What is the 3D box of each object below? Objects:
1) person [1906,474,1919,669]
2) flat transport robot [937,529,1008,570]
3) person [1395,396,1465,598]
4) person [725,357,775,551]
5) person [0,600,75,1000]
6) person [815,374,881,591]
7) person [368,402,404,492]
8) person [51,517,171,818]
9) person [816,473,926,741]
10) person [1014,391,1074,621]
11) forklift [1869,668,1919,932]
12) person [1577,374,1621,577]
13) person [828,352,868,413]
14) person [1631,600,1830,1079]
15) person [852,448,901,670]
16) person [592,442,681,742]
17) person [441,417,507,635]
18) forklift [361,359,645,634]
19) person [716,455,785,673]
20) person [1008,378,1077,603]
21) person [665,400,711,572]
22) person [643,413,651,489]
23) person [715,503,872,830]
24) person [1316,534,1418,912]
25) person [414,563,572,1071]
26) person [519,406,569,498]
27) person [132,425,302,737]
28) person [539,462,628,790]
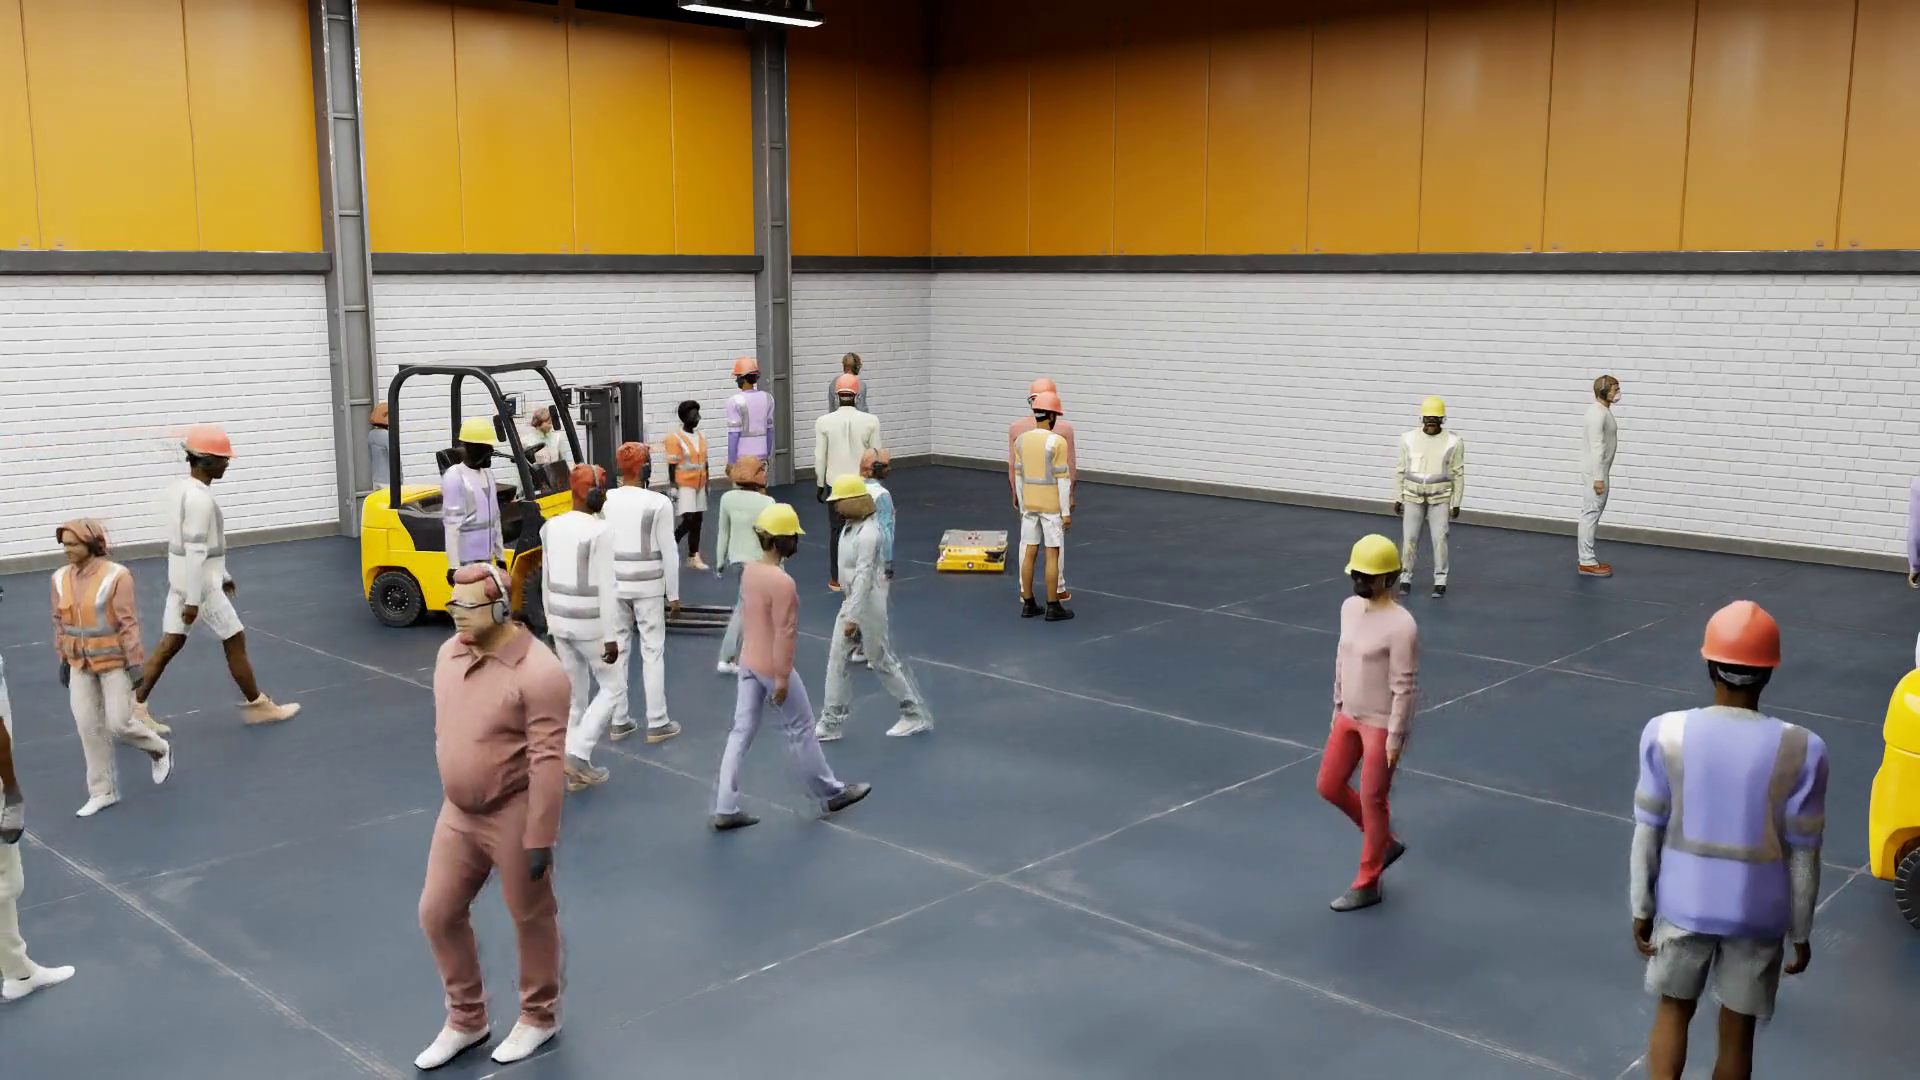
[{"bbox_3d":[6.601,0.199,11.004,0.377,1.940,0.629,-9,13,-44],"label":"person"},{"bbox_3d":[0.140,0.087,16.792,0.652,0.197,1.431,1,9,3],"label":"flat transport robot"},{"bbox_3d":[4.216,-0.387,14.970,0.598,1.824,0.403,4,10,25],"label":"person"},{"bbox_3d":[-2.203,-0.878,17.286,0.371,2.044,0.608,8,12,39],"label":"person"},{"bbox_3d":[-3.894,0.982,6.492,0.524,1.850,0.725,5,11,29],"label":"person"},{"bbox_3d":[-1.025,-0.524,15.274,0.612,1.992,0.392,-1,9,-5],"label":"person"},{"bbox_3d":[-5.684,-0.551,16.528,0.500,1.636,0.283,8,12,40],"label":"person"},{"bbox_3d":[-4.652,0.665,9.088,0.538,1.622,0.510,2,9,13],"label":"person"},{"bbox_3d":[-0.586,0.419,10.371,0.798,1.699,0.489,-4,10,-24],"label":"person"},{"bbox_3d":[0.716,-0.283,13.983,0.543,1.932,0.365,8,12,39],"label":"person"},{"bbox_3d":[5.205,0.723,7.013,2.313,2.155,1.214,9,13,43],"label":"forklift"},{"bbox_3d":[6.174,-0.629,16.082,0.370,1.941,0.627,4,10,21],"label":"person"},{"bbox_3d":[-1.345,-1.313,20.273,0.366,1.938,0.630,-9,13,-43],"label":"person"},{"bbox_3d":[2.366,1.153,5.181,0.543,1.927,0.549,6,11,31],"label":"person"},{"bbox_3d":[-0.641,0.138,12.302,0.311,1.636,0.523,-5,11,-30],"label":"person"},{"bbox_3d":[-2.025,0.324,10.399,0.584,1.883,0.337,2,10,14],"label":"person"},{"bbox_3d":[-3.382,0.103,11.643,0.401,1.919,0.619,2,10,13],"label":"person"},{"bbox_3d":[-3.850,-0.407,13.936,2.313,2.155,1.214,2,9,11],"label":"forklift"},{"bbox_3d":[-1.545,0.166,12.278,0.529,1.587,0.868,6,11,34],"label":"person"},{"bbox_3d":[0.731,-0.429,14.684,0.612,1.995,0.376,3,10,15],"label":"person"},{"bbox_3d":[-2.624,-0.524,16.177,0.369,1.685,0.550,6,11,33],"label":"person"},{"bbox_3d":[-3.449,-0.690,16.925,0.638,1.795,0.958,-5,10,-27],"label":"person"},{"bbox_3d":[-0.929,0.661,8.811,0.896,1.721,0.539,-6,11,-34],"label":"person"},{"bbox_3d":[1.896,0.833,7.643,0.393,1.753,0.550,-4,10,-23],"label":"person"},{"bbox_3d":[-1.752,1.028,6.061,0.671,1.887,0.659,5,11,30],"label":"person"},{"bbox_3d":[-4.155,-0.526,16.441,0.721,1.611,0.520,7,12,38],"label":"person"},{"bbox_3d":[-4.822,0.268,10.487,1.093,1.992,0.624,-7,12,-38],"label":"person"},{"bbox_3d":[-2.145,0.498,9.381,0.599,1.867,0.432,6,11,34],"label":"person"}]
